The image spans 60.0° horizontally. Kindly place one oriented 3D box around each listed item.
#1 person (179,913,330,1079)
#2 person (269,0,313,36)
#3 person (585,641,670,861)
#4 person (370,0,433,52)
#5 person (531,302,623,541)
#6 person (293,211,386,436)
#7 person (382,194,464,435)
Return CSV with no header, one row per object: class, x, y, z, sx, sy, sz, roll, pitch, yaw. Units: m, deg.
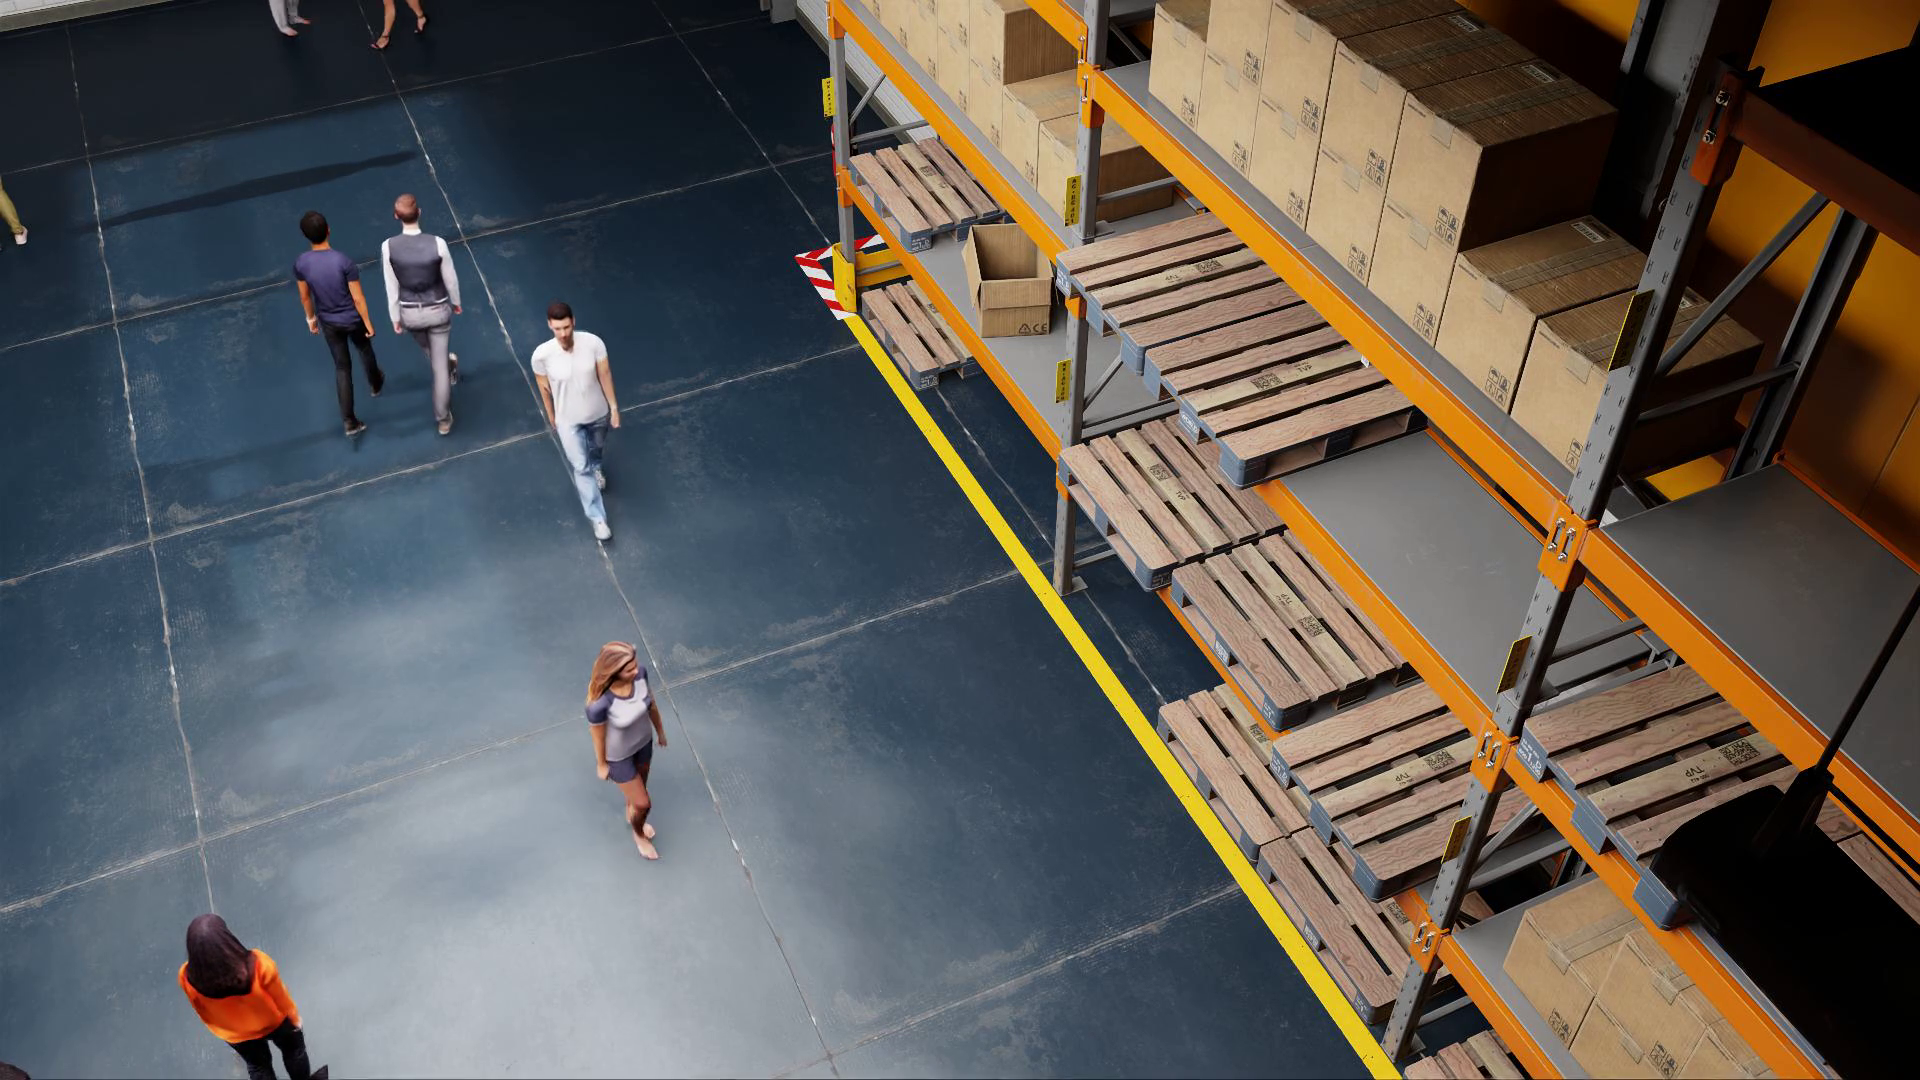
person,-3.566,2.471,8.433,0.706,1.749,0.710,-8,44,-8
person,-7.274,-6.118,17.452,0.826,1.744,0.752,3,44,3
person,-2.021,1.179,9.816,0.766,1.712,0.732,28,50,26
person,-5.882,-6.012,17.391,0.949,1.675,1.058,-34,53,-30
person,-2.741,-0.975,11.999,0.705,1.818,1.166,-16,46,-16
person,-4.743,-1.608,12.715,0.884,1.746,1.221,-5,44,-5
person,-4.073,-1.664,12.660,0.954,1.904,1.244,-5,44,-5
